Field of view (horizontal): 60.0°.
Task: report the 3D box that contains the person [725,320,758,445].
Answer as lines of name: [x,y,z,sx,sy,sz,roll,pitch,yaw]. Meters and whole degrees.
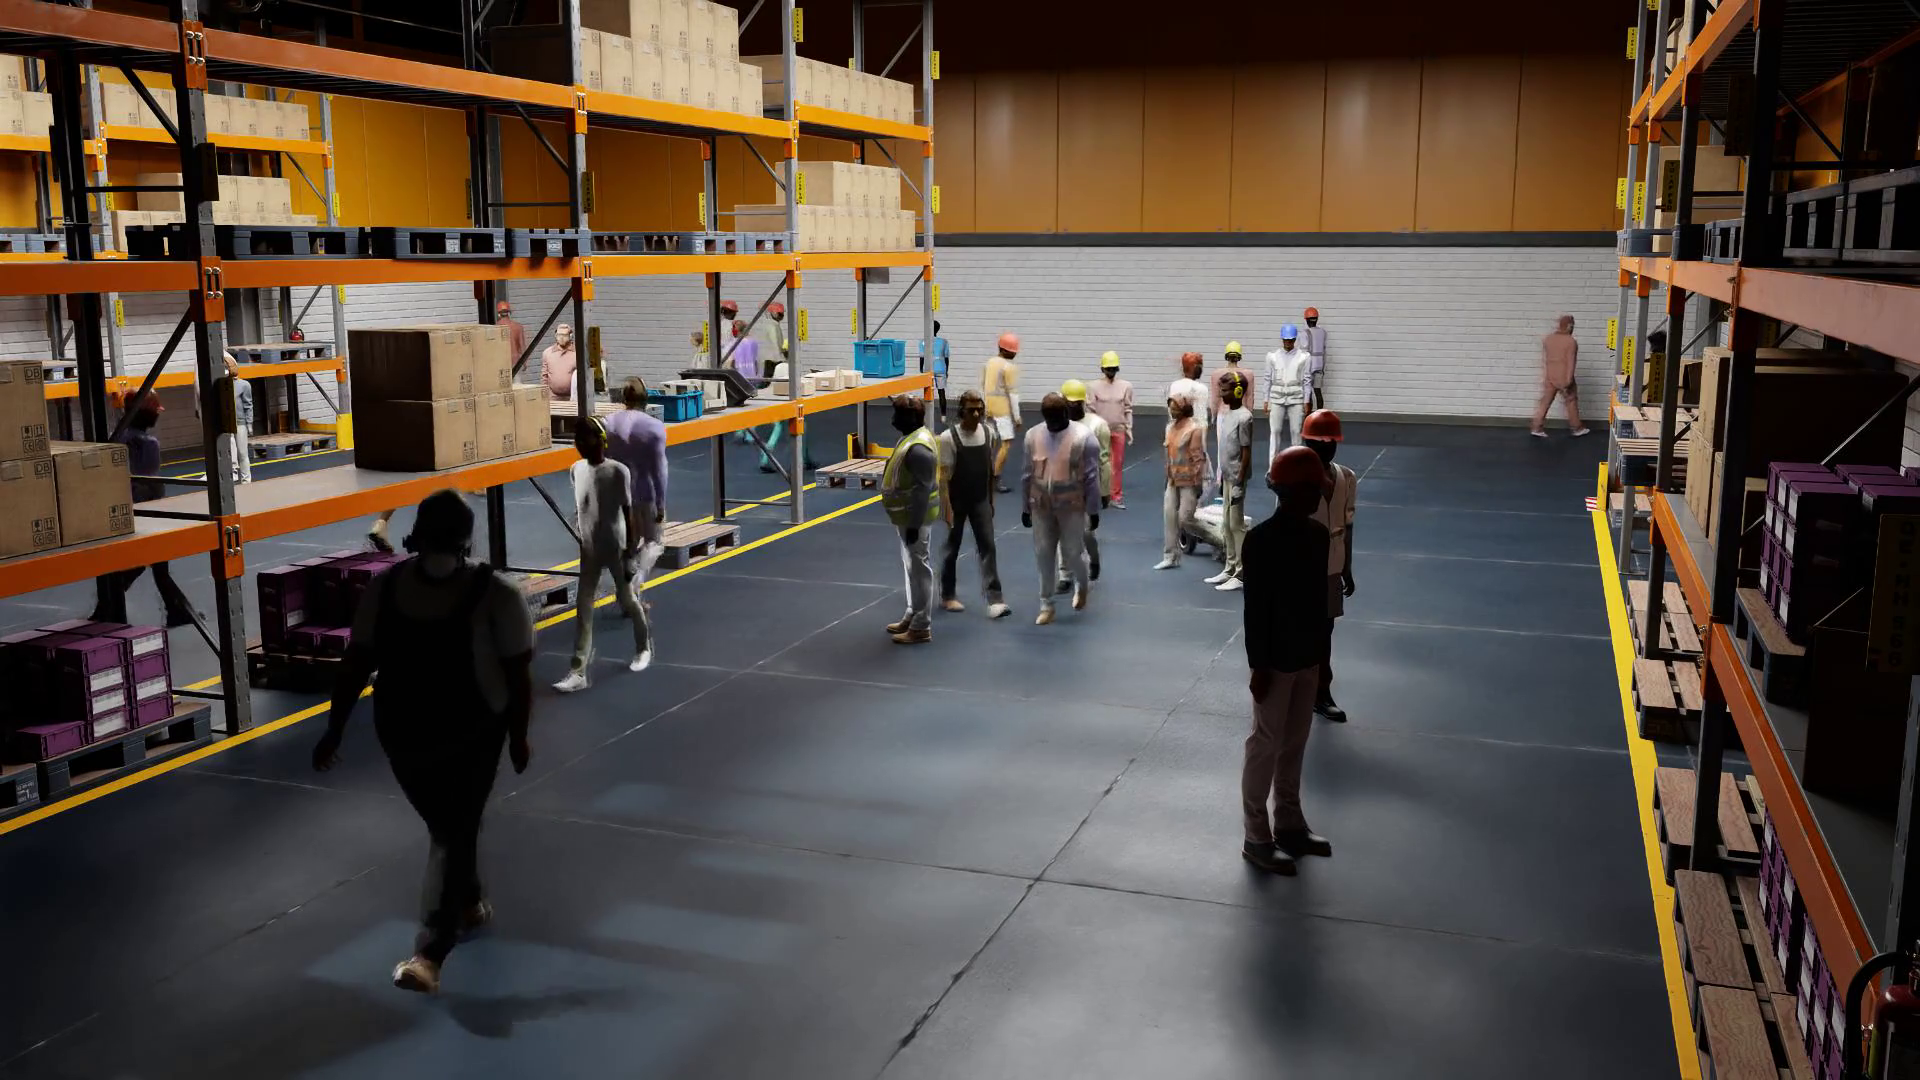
person: [-3.196,-2.304,24.375,0.569,1.831,0.483,-8,13,-37]

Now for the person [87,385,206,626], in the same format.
person: [-6.189,-0.208,12.443,0.547,1.894,0.961,7,12,35]

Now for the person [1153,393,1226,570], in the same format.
person: [2.068,-0.526,14.973,0.585,1.614,0.539,-5,11,-26]

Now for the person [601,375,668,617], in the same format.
person: [-2.559,-0.312,12.932,0.634,1.926,0.524,4,11,22]

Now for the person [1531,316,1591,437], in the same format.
person: [9.160,-2.476,25.291,1.000,1.857,0.639,-5,11,-27]

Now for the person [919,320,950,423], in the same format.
person: [-0.427,-2.752,27.287,0.538,1.695,0.320,-3,11,-17]

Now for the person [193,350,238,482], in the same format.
person: [-9.172,-1.641,20.440,0.651,1.907,0.409,4,11,23]

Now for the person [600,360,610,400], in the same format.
person: [-4.906,-1.869,22.510,0.466,1.620,0.555,6,12,29]

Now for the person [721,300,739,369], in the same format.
person: [-4.007,-3.119,28.548,0.609,1.990,1.067,5,11,27]

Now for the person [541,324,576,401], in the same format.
person: [-5.115,-1.841,21.553,0.643,1.913,0.410,0,10,2]

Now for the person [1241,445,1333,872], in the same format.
person: [1.557,0.546,7.868,0.375,1.997,0.612,10,14,43]

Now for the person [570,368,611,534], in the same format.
person: [-3.707,-0.919,16.857,0.484,1.738,0.322,4,11,20]

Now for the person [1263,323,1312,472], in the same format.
person: [4.139,-1.775,21.106,0.606,1.938,0.410,3,11,17]

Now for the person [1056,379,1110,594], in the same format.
person: [0.984,-0.462,14.057,0.607,1.811,0.520,5,11,26]

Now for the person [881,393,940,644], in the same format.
person: [-0.368,-0.160,12.283,0.430,1.845,0.619,-1,10,-7]

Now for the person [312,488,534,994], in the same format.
person: [-2.146,0.747,6.613,0.786,2.000,1.030,3,10,14]

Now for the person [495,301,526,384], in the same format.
person: [-7.675,-3.044,28.113,0.653,1.980,0.521,-3,10,-16]

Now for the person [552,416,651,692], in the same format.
person: [-2.369,0.068,11.137,0.552,1.807,1.034,4,11,22]

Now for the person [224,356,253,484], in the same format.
person: [-8.529,-1.332,19.462,0.499,1.634,0.279,-1,10,-6]

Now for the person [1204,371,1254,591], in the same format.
person: [2.306,-0.497,14.130,0.328,1.862,0.510,-1,10,-7]

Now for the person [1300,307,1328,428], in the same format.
person: [5.622,-2.759,26.659,0.547,1.934,0.376,-6,12,-32]

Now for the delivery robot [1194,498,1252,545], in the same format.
delivery robot: [2.434,-0.154,15.605,0.477,0.478,0.707,-4,11,-22]

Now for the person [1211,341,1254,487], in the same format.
person: [3.291,-1.515,20.126,0.525,1.769,0.308,0,10,3]

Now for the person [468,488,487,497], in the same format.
person: [-5.625,-1.354,19.414,0.316,1.695,0.541,-6,12,-30]

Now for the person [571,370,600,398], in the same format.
person: [-4.022,-1.191,17.872,0.372,1.917,0.596,-3,11,-17]

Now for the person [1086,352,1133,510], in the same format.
person: [1.654,-1.195,18.368,0.525,1.755,0.396,-1,10,-5]

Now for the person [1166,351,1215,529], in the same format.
person: [2.327,-0.953,16.664,0.542,1.866,0.602,-7,12,-36]

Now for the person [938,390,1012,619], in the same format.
person: [0.101,-0.270,13.023,0.562,1.798,0.926,-5,11,-26]

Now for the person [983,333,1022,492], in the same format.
person: [0.466,-1.514,19.803,0.403,1.901,0.618,-6,12,-32]

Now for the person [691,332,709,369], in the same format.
person: [-4.044,-2.410,25.641,0.874,1.585,0.534,-3,11,-18]

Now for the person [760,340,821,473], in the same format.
person: [-2.233,-1.725,21.430,0.541,1.728,0.894,10,14,43]

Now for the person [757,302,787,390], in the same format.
person: [-3.212,-3.134,28.753,1.024,1.944,0.640,1,10,3]

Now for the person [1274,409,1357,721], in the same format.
person: [2.183,0.164,10.187,0.545,1.939,0.354,-4,11,-19]

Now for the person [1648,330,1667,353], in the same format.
person: [8.335,-1.537,19.846,0.719,1.891,1.009,0,10,3]

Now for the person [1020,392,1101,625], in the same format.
person: [0.789,-0.258,12.909,0.663,1.819,0.565,4,11,23]

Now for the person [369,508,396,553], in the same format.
person: [-5.261,-0.871,15.820,0.614,2.018,0.915,4,11,22]
